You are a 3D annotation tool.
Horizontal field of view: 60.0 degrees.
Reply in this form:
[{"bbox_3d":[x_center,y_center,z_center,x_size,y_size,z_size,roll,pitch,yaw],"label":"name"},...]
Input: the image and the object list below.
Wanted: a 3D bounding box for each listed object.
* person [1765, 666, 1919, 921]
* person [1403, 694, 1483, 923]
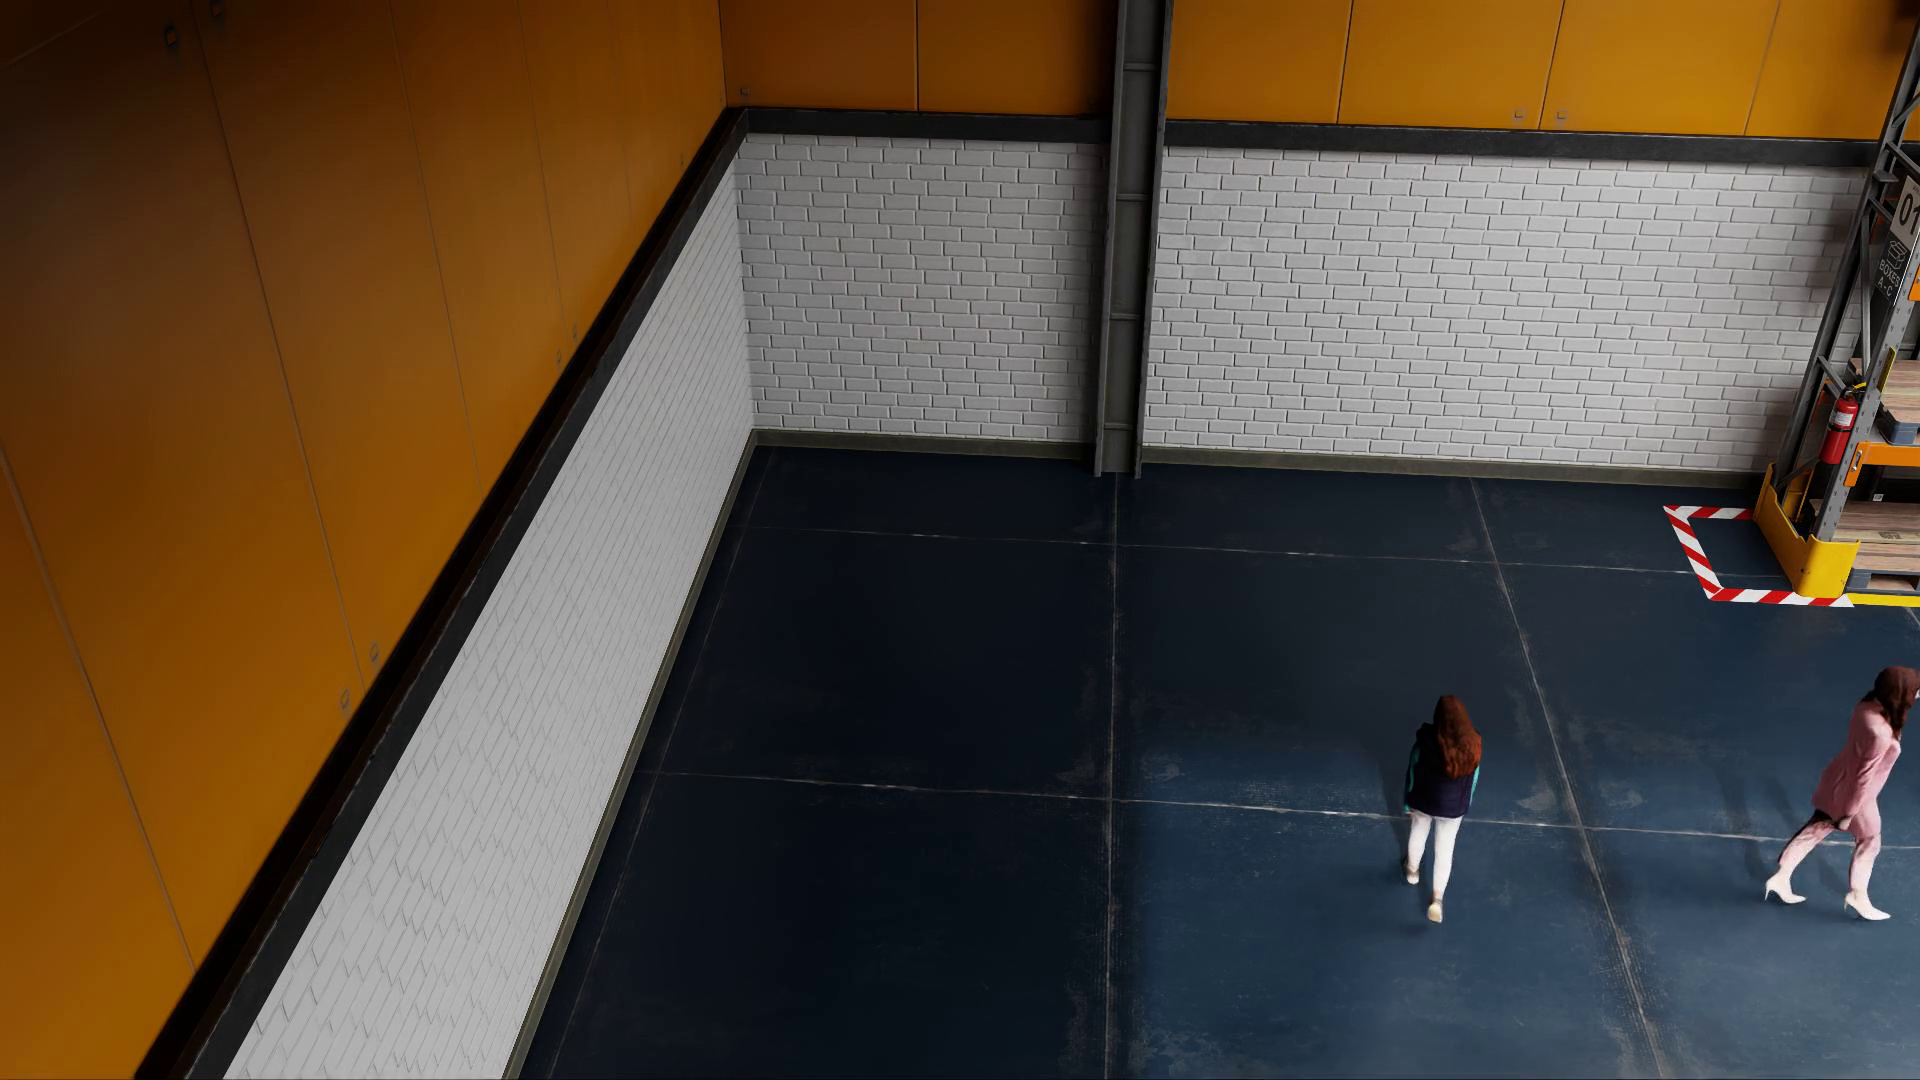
[{"bbox_3d":[5.026,1.450,9.582,0.955,1.775,0.709,7,34,10],"label":"person"},{"bbox_3d":[2.797,1.560,9.680,0.850,1.485,0.680,6,34,8],"label":"person"}]
